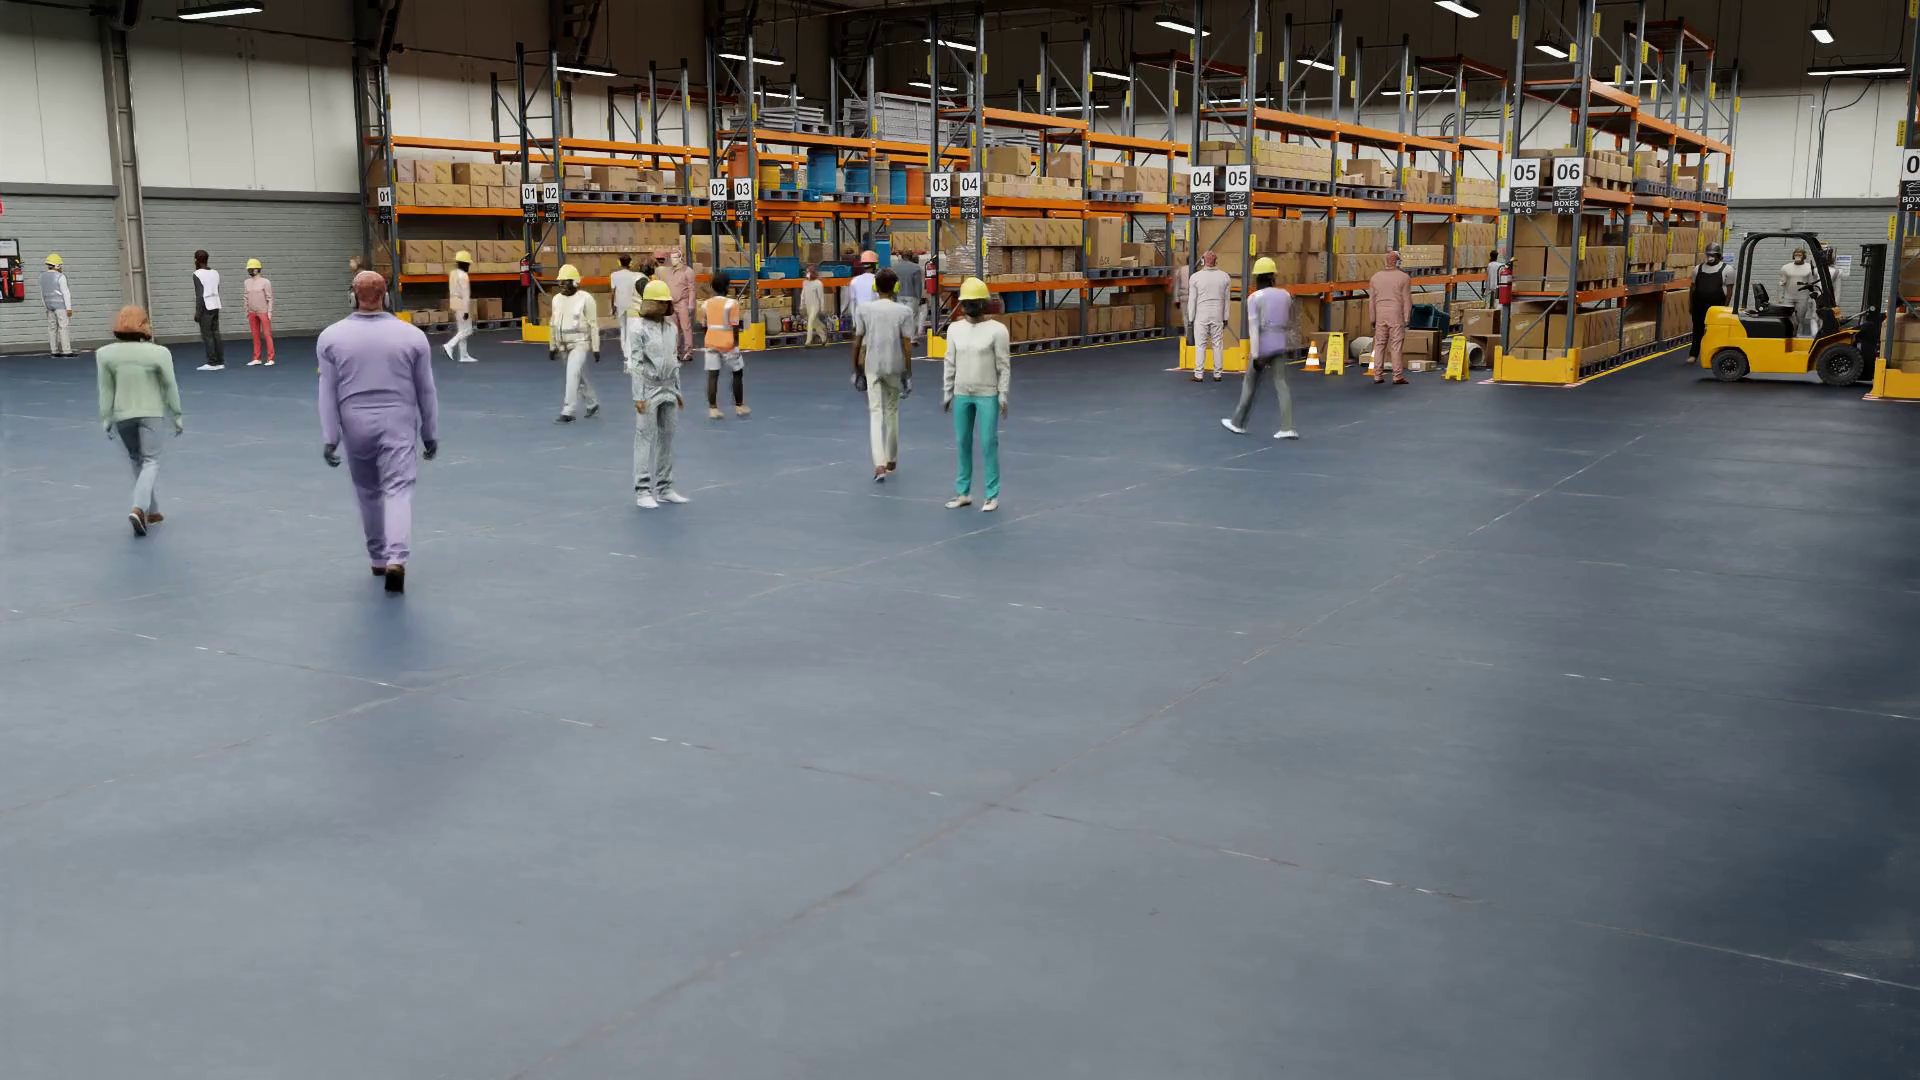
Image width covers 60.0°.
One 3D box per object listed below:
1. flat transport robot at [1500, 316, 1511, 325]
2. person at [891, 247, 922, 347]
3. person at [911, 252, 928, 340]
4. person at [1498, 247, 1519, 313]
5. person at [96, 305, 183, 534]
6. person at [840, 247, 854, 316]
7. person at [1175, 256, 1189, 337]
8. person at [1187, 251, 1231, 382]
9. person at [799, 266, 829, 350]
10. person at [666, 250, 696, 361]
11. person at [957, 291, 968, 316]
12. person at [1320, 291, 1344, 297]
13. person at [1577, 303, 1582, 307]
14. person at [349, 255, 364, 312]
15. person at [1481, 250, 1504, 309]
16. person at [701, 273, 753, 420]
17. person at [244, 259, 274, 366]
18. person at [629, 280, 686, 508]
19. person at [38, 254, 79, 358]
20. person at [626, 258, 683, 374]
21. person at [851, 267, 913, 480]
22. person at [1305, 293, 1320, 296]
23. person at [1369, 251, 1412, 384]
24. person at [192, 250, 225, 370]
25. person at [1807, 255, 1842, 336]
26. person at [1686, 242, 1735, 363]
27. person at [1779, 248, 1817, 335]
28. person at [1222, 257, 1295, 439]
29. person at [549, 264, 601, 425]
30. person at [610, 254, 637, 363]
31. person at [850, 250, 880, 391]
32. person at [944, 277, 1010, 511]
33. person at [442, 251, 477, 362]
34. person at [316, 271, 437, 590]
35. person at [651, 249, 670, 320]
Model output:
[{"bbox_3d":[13.248,-5.398,40.879,0.652,0.197,1.431,2,10,11],"label":"flat transport robot"},{"bbox_3d":[-1.038,-4.714,32.378,0.635,1.937,0.352,3,11,19],"label":"person"},{"bbox_3d":[-0.920,-5.107,34.871,0.662,1.829,0.573,7,12,35],"label":"person"},{"bbox_3d":[13.740,-6.388,41.779,1.029,1.936,0.654,2,10,13],"label":"person"},{"bbox_3d":[-5.776,-0.853,11.702,0.510,1.599,0.794,-2,10,-8],"label":"person"},{"bbox_3d":[-2.685,-6.108,40.220,0.676,1.921,0.724,10,14,44],"label":"person"},{"bbox_3d":[4.605,-4.721,32.787,0.616,1.803,0.856,6,12,30],"label":"person"},{"bbox_3d":[3.631,-3.265,24.356,0.641,1.908,0.408,-2,10,-11],"label":"person"},{"bbox_3d":[-2.794,-4.465,31.937,0.497,1.600,0.808,9,14,42],"label":"person"},{"bbox_3d":[-4.846,-4.028,28.625,0.653,1.906,0.408,7,12,33],"label":"person"},{"bbox_3d":[0.238,-4.868,32.951,0.609,2.043,0.397,3,11,17],"label":"person"},{"bbox_3d":[7.873,-5.118,35.444,0.521,1.663,0.833,8,13,38],"label":"person"},{"bbox_3d":[15.669,-6.482,42.364,0.637,1.905,0.981,-9,13,-41],"label":"person"},{"bbox_3d":[-10.081,-3.869,27.945,0.461,1.827,0.551,-7,12,-35],"label":"person"},{"bbox_3d":[12.601,-5.918,39.359,0.510,1.860,0.334,3,10,14],"label":"person"},{"bbox_3d":[-2.698,-2.239,19.233,0.557,1.666,0.734,5,11,26],"label":"person"},{"bbox_3d":[-11.593,-3.753,27.482,0.526,1.768,0.331,3,11,17],"label":"person"},{"bbox_3d":[-2.318,-1.123,12.813,0.318,1.742,0.492,7,12,34],"label":"person"},{"bbox_3d":[-15.876,-4.108,29.282,0.590,1.833,0.403,3,11,18],"label":"person"},{"bbox_3d":[-4.785,-3.476,25.847,0.944,1.792,0.621,-1,10,-6],"label":"person"},{"bbox_3d":[-0.678,-1.438,14.385,0.539,1.828,0.979,0,10,-2],"label":"person"},{"bbox_3d":[8.356,-5.893,38.784,0.445,2.013,0.639,-8,13,-36],"label":"person"},{"bbox_3d":[6.217,-3.196,23.966,0.637,1.911,0.403,9,13,41],"label":"person"},{"bbox_3d":[-12.060,-3.686,26.679,0.372,1.916,0.596,1,10,7],"label":"person"},{"bbox_3d":[16.230,-4.486,31.288,0.609,1.873,0.450,5,11,24],"label":"person"},{"bbox_3d":[12.593,-3.978,27.972,0.688,2.000,0.539,8,13,37],"label":"person"},{"bbox_3d":[15.732,-4.519,31.288,0.629,1.940,0.378,7,12,33],"label":"person"},{"bbox_3d":[3.182,-2.002,17.380,0.594,1.873,1.002,-5,11,-27],"label":"person"},{"bbox_3d":[-4.366,-2.233,18.914,0.611,1.793,0.916,6,12,29],"label":"person"},{"bbox_3d":[-5.680,-3.968,28.464,0.539,1.836,0.781,0,10,1],"label":"person"},{"bbox_3d":[-1.249,-3.015,22.903,0.566,1.920,0.450,5,11,28],"label":"person"},{"bbox_3d":[0.112,-1.096,12.601,0.532,1.767,0.325,5,11,25],"label":"person"},{"bbox_3d":[-8.517,-3.949,28.211,0.608,1.902,0.621,-9,14,-42],"label":"person"},{"bbox_3d":[-3.436,-0.655,9.853,0.650,1.869,0.973,-3,10,-14],"label":"person"},{"bbox_3d":[-5.524,-4.371,30.574,0.922,1.899,0.567,8,13,38],"label":"person"}]
